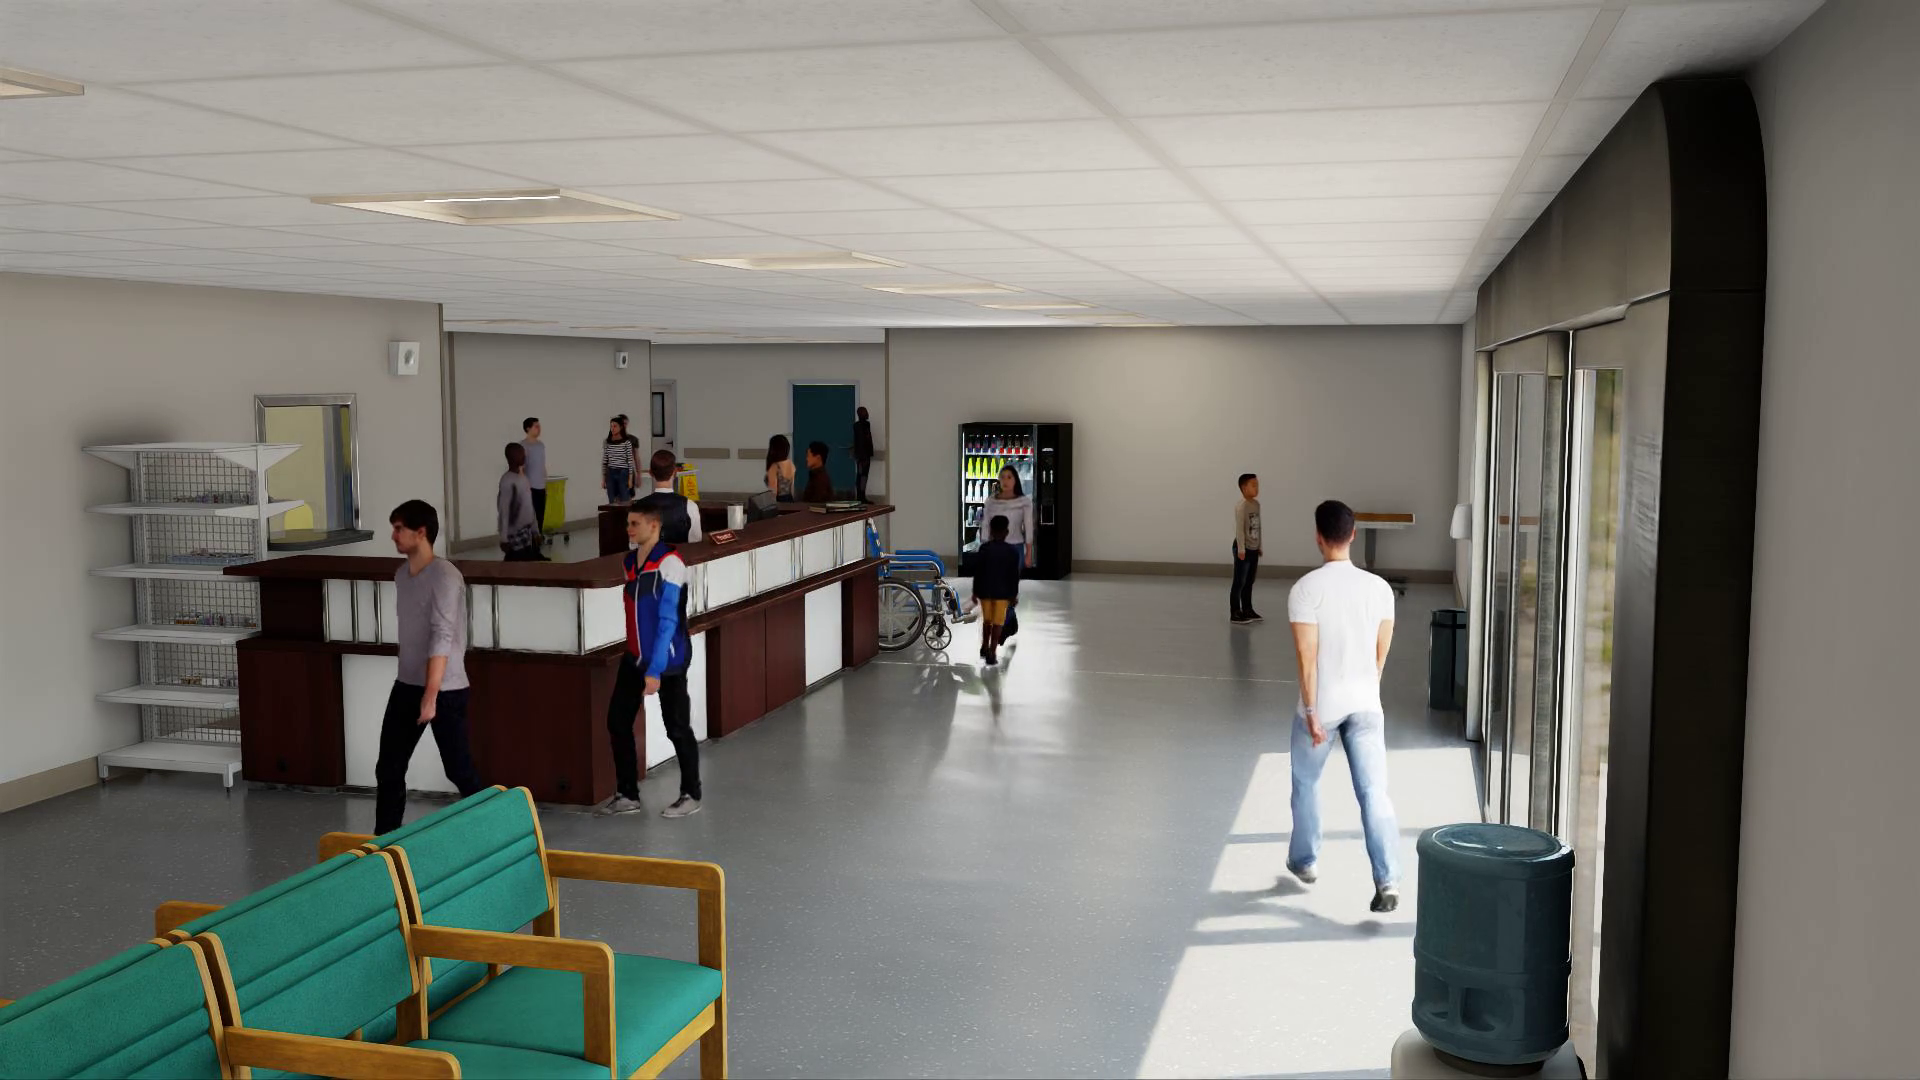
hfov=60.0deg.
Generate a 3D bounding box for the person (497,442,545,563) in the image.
[{"bbox_3d":[-4.368,-0.041,16.046,1.128,1.736,0.738,1,6,6],"label":"person"}]

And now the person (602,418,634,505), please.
[{"bbox_3d":[-4.864,-0.848,23.694,0.455,1.795,0.665,1,6,11],"label":"person"}]

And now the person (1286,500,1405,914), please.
[{"bbox_3d":[1.761,0.774,7.500,1.215,1.826,1.009,0,6,-4],"label":"person"}]

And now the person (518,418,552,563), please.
[{"bbox_3d":[-5.574,-0.641,21.430,0.893,1.853,0.739,3,6,24],"label":"person"}]

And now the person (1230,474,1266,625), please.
[{"bbox_3d":[2.789,0.080,16.224,0.611,1.460,0.603,5,7,38],"label":"person"}]

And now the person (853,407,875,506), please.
[{"bbox_3d":[-1.804,-1.552,30.627,0.714,1.824,0.769,0,6,-2],"label":"person"}]

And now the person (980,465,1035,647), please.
[{"bbox_3d":[0.439,0.150,14.937,1.031,1.577,0.739,2,6,20],"label":"person"}]

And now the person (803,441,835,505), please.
[{"bbox_3d":[-1.294,-0.065,16.175,1.133,1.759,0.910,-1,6,-8],"label":"person"}]

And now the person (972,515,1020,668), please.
[{"bbox_3d":[0.280,0.434,13.772,0.460,1.245,0.586,1,6,11],"label":"person"}]

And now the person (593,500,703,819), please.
[{"bbox_3d":[-1.579,0.659,9.092,0.882,1.735,0.899,4,7,36],"label":"person"}]

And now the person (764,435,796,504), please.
[{"bbox_3d":[-1.873,-0.265,18.187,0.774,1.754,0.730,4,7,38],"label":"person"}]

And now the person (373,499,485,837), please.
[{"bbox_3d":[-2.472,0.725,8.053,1.022,1.812,0.973,4,7,36],"label":"person"}]

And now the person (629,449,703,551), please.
[{"bbox_3d":[-1.955,0.358,11.084,0.562,1.935,0.748,1,6,5],"label":"person"}]

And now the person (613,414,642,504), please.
[{"bbox_3d":[-4.845,-0.879,23.912,1.001,1.828,0.970,-1,6,-10],"label":"person"}]
